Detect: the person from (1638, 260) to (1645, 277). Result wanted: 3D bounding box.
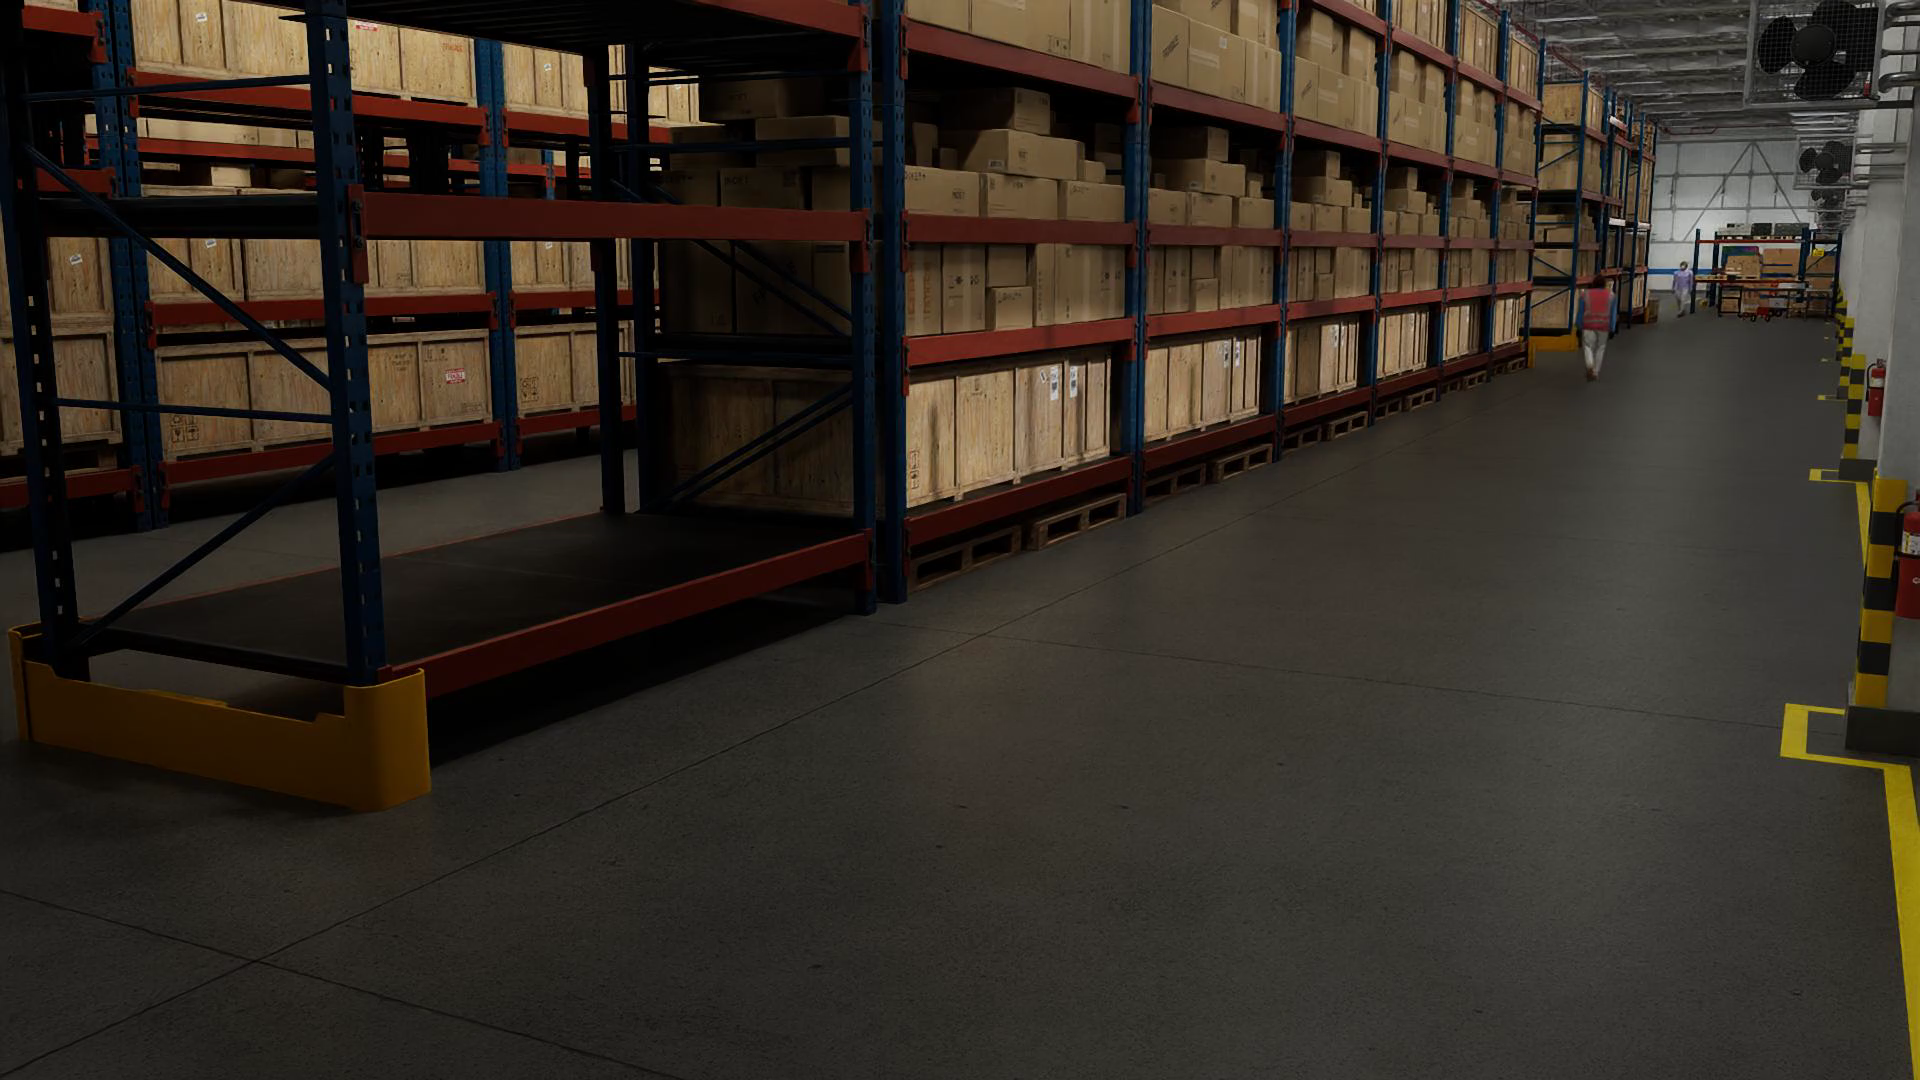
[{"bbox_3d":[33.720,-12.973,82.188,0.352,1.933,0.634,5,11,27],"label":"person"}]

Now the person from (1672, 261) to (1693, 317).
[{"bbox_3d":[24.461,-8.493,56.295,0.641,1.922,0.712,8,13,38],"label":"person"}]

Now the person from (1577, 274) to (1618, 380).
[{"bbox_3d":[10.902,-3.641,28.477,0.645,1.824,0.455,3,10,14],"label":"person"}]
